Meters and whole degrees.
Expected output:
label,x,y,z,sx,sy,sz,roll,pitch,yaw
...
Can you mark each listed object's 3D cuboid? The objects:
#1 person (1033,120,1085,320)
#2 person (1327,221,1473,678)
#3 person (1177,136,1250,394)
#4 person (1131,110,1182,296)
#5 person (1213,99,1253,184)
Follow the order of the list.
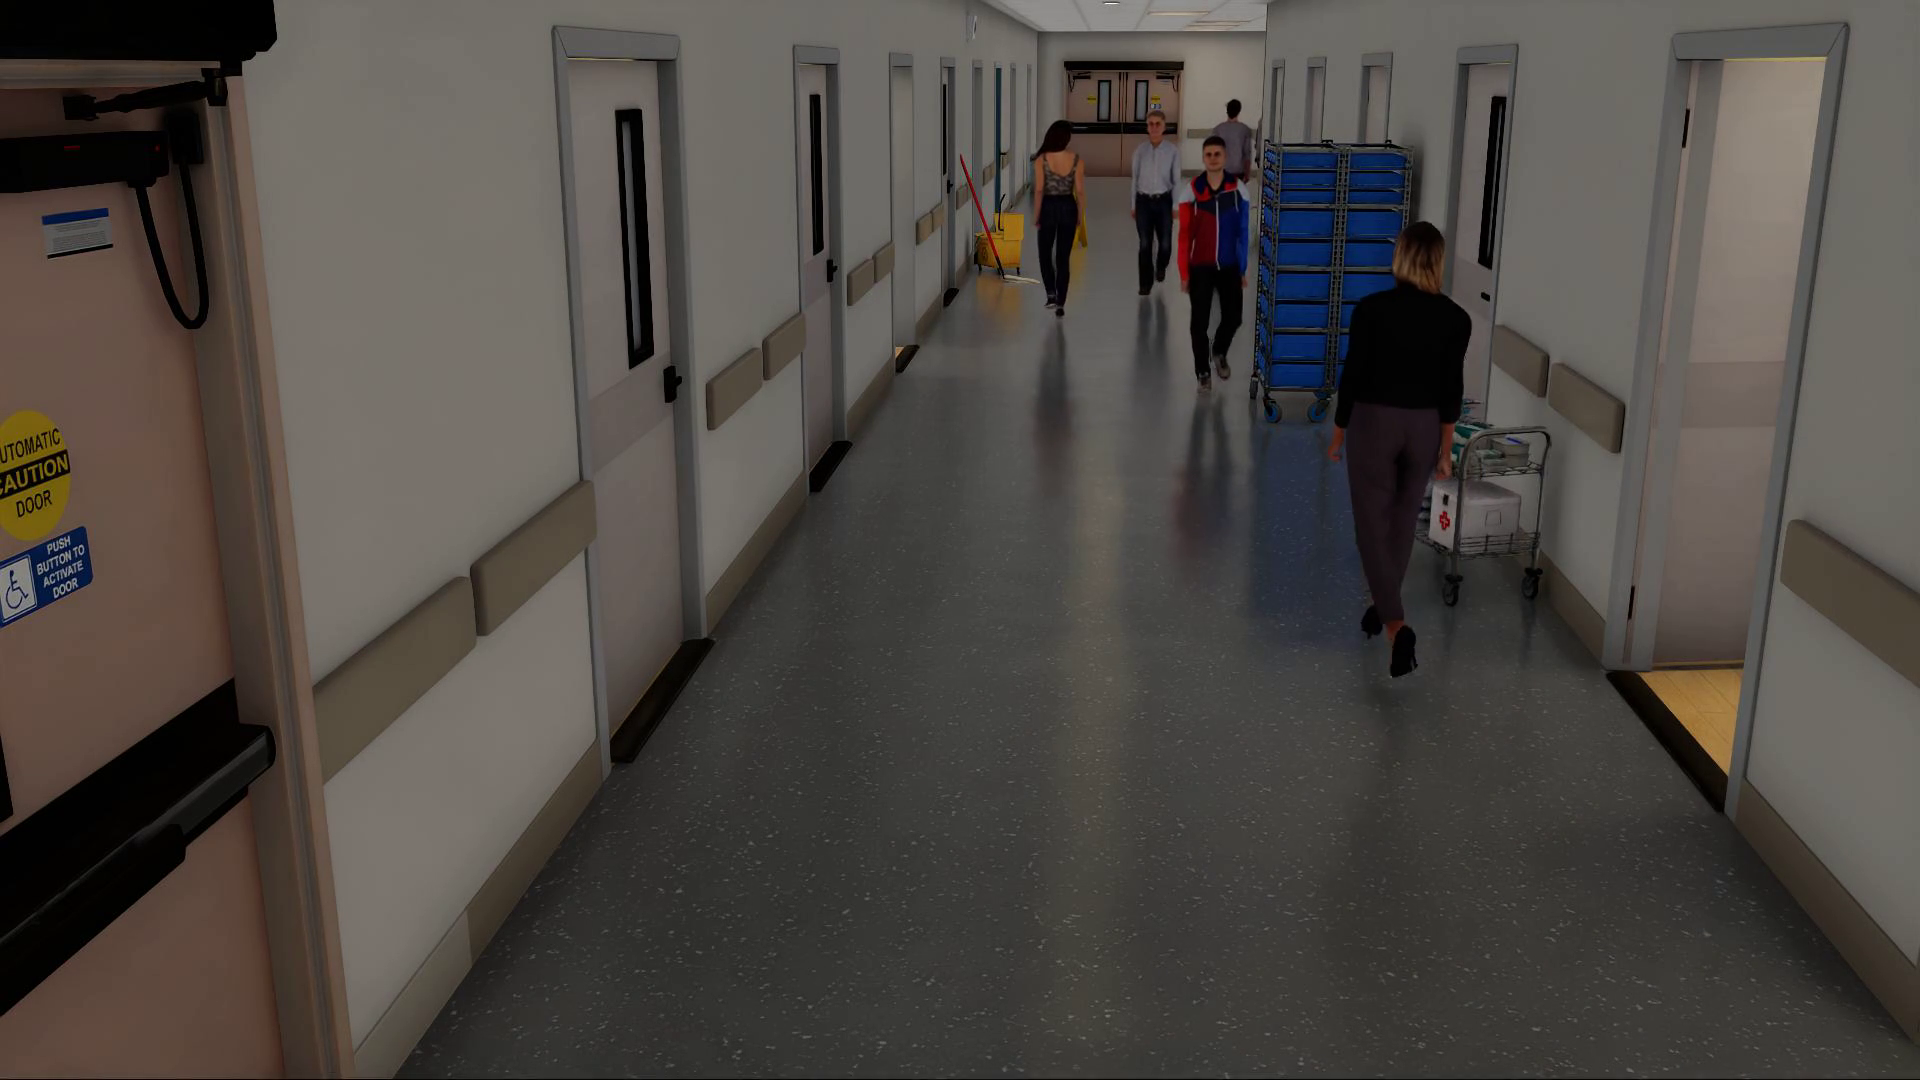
label,x,y,z,sx,sy,sz,roll,pitch,yaw
person,0.895,-2.876,15.002,0.636,1.754,0.649,0,16,-1
person,1.594,-0.291,6.047,0.700,1.637,1.055,-1,16,-2
person,1.767,-1.922,11.629,0.657,1.749,0.731,0,16,2
person,1.959,-3.360,16.632,0.729,1.801,1.087,3,16,12
person,3.452,-4.683,21.279,0.707,1.827,0.681,3,16,10
